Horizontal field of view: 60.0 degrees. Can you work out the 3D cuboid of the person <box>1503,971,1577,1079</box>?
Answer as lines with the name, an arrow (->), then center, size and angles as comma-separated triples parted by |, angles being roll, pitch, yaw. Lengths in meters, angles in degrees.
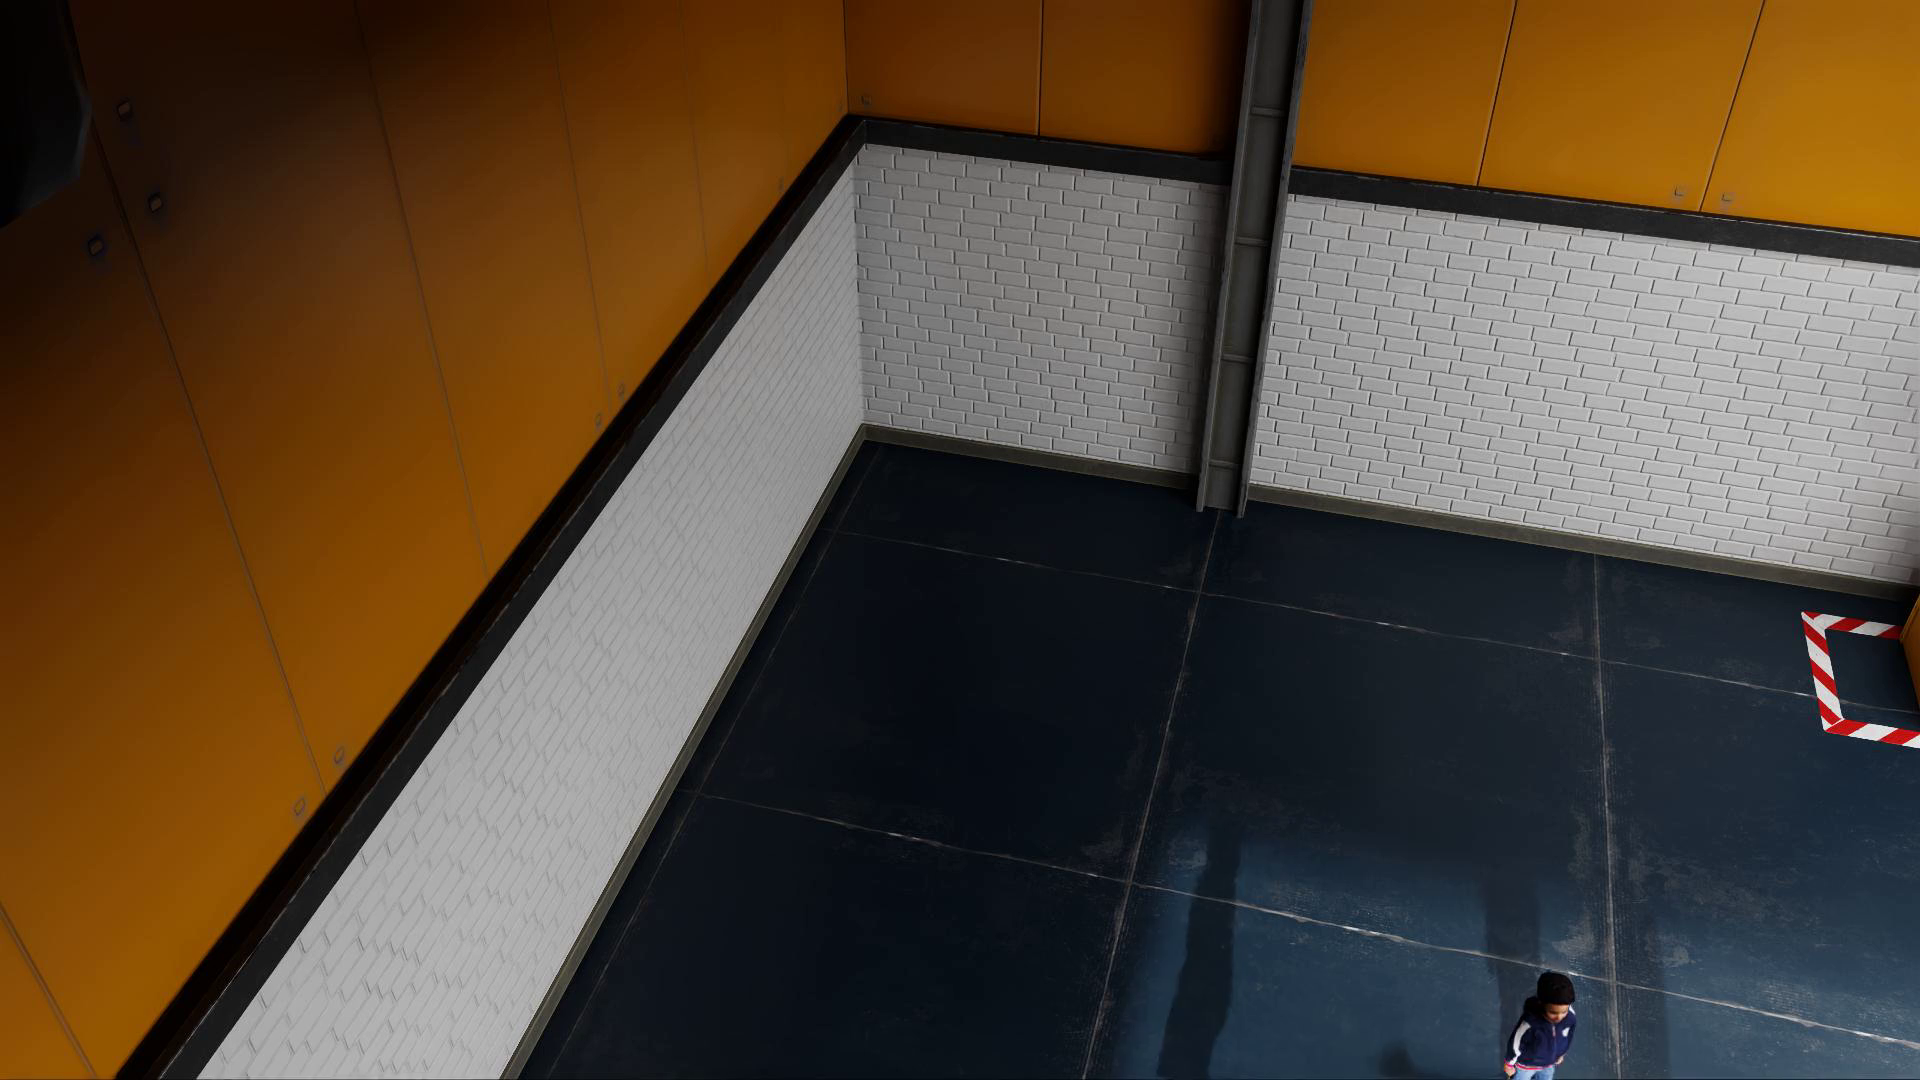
person -> 3.145, 2.754, 9.113 | 0.588, 1.215, 0.678 | -6, 39, -8
